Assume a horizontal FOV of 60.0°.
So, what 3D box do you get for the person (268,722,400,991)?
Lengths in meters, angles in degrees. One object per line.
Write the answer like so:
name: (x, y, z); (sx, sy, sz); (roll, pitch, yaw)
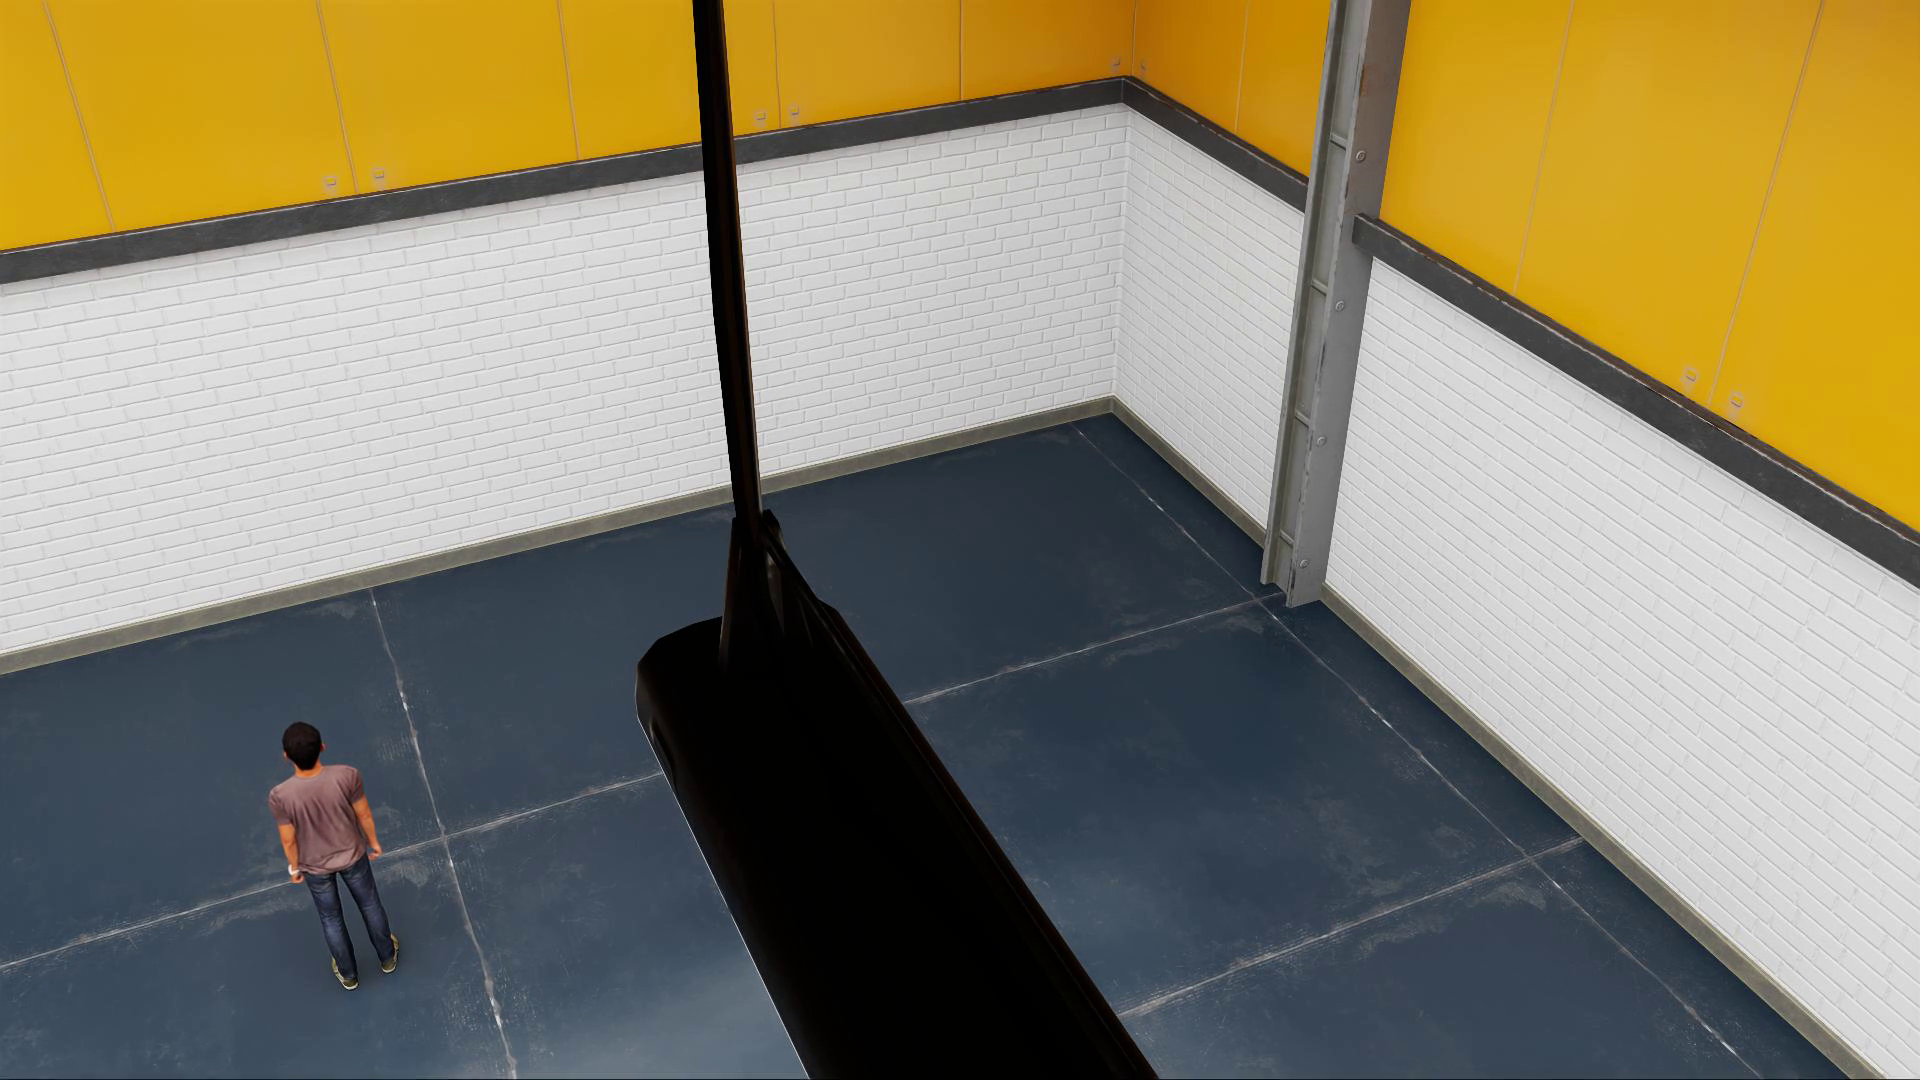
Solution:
person: (-3.376, 1.703, 8.964); (0.645, 1.778, 0.555); (-17, 37, -24)
